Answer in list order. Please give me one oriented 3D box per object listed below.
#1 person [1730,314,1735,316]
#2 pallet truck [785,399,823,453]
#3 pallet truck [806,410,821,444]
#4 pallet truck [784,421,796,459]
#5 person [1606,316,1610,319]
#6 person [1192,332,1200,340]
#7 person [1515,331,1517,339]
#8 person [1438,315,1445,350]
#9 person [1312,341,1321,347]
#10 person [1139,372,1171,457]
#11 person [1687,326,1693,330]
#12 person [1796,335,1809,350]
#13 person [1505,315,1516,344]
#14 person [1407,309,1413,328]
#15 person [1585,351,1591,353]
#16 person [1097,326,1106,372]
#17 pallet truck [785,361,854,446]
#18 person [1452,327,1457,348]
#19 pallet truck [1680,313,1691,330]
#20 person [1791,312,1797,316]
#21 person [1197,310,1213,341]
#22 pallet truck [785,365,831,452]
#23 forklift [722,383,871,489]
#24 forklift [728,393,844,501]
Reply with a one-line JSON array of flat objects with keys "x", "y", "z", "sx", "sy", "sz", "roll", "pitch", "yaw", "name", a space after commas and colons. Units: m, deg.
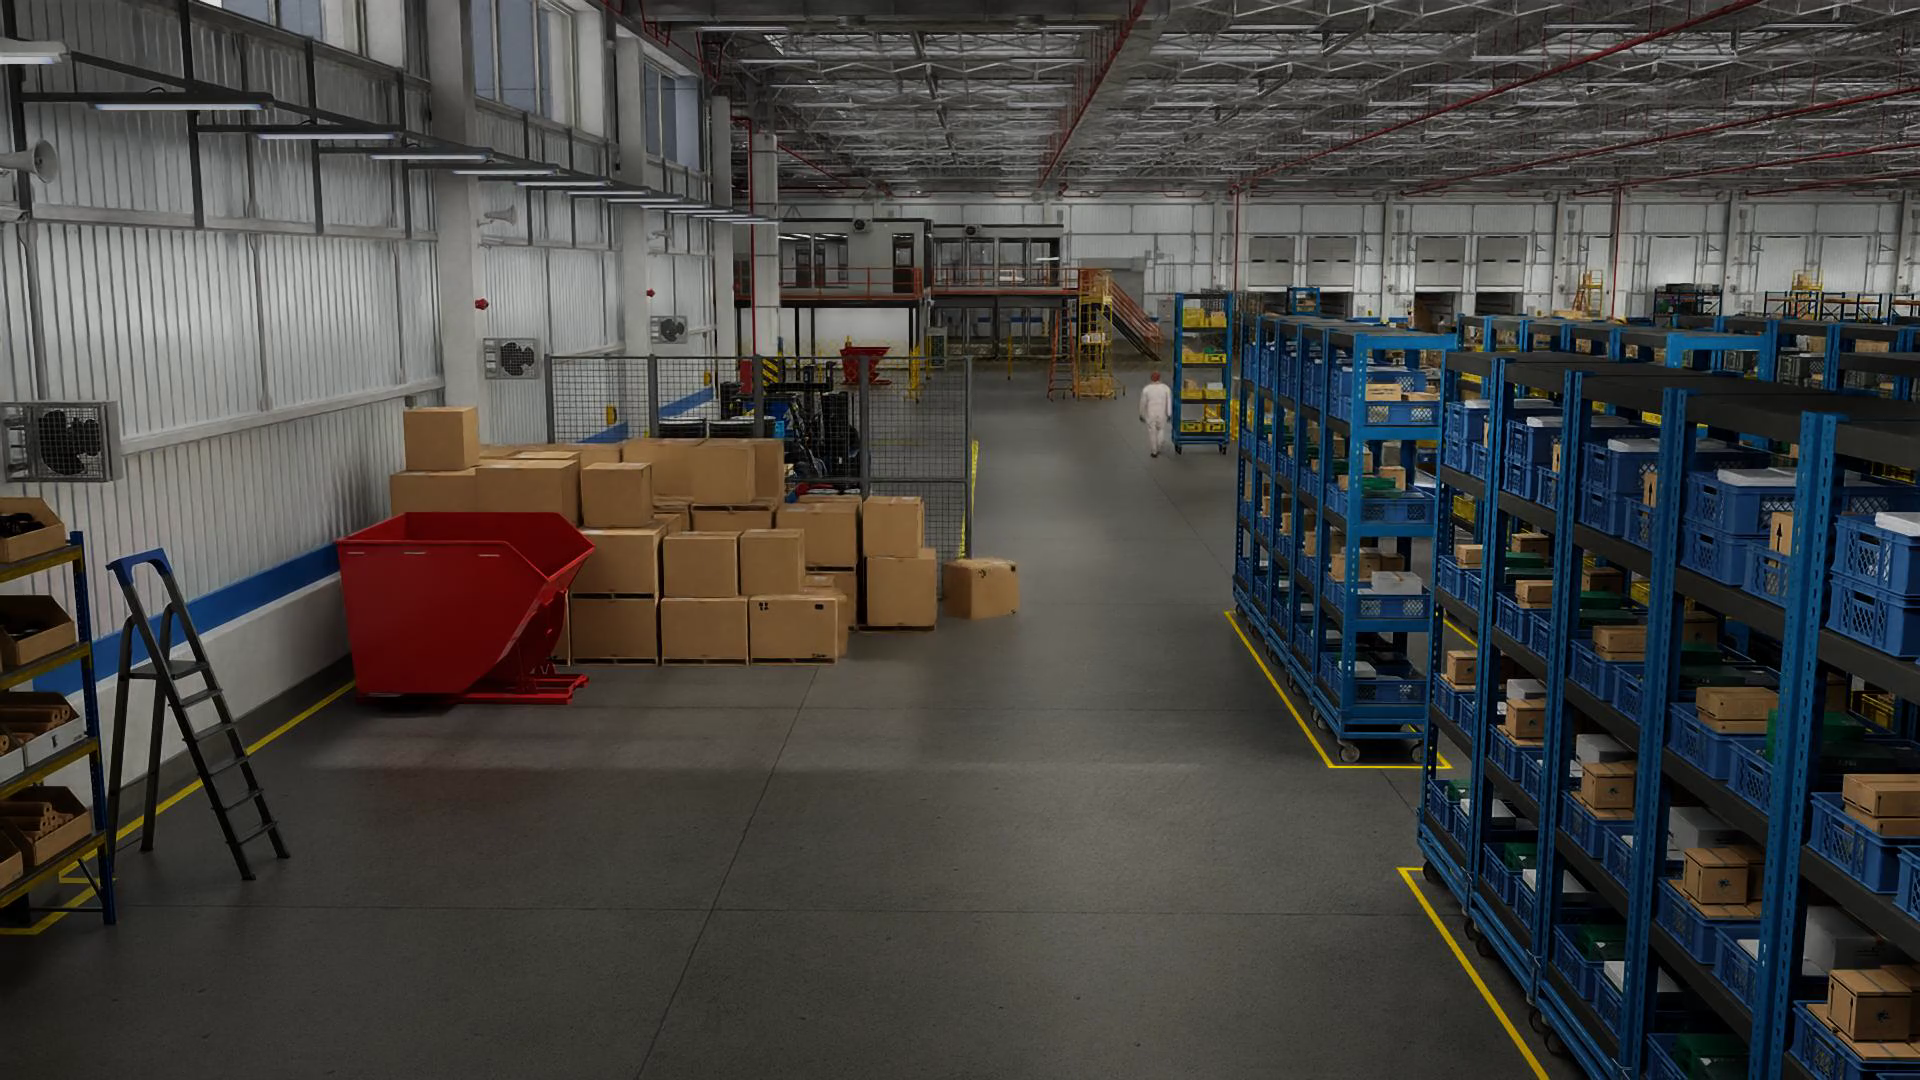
[{"x": 39.851, "y": -10.720, "z": 85.733, "sx": 0.597, "sy": 1.889, "sz": 0.962, "roll": -6, "pitch": 11, "yaw": -31, "name": "person"}, {"x": -3.814, "y": -2.432, "z": 36.419, "sx": 1.630, "sy": 1.274, "sz": 0.653, "roll": 0, "pitch": 9, "yaw": 1, "name": "pallet truck"}, {"x": -3.559, "y": -2.018, "z": 33.905, "sx": 1.522, "sy": 1.261, "sz": 0.704, "roll": 0, "pitch": 9, "yaw": -1, "name": "pallet truck"}, {"x": -4.013, "y": -1.793, "z": 32.705, "sx": 1.601, "sy": 1.201, "sz": 0.680, "roll": 0, "pitch": 9, "yaw": 1, "name": "pallet truck"}, {"x": 31.885, "y": -10.066, "z": 81.775, "sx": 0.550, "sy": 1.866, "sz": 0.594, "roll": 7, "pitch": 12, "yaw": 38, "name": "person"}, {"x": 13.986, "y": -12.630, "z": 97.785, "sx": 0.671, "sy": 1.810, "sz": 0.650, "roll": 0, "pitch": 9, "yaw": -2, "name": "person"}, {"x": 27.170, "y": -9.823, "z": 80.418, "sx": 0.636, "sy": 1.833, "sz": 0.361, "roll": 0, "pitch": 9, "yaw": 1, "name": "person"}, {"x": 23.413, "y": -9.974, "z": 80.984, "sx": 0.372, "sy": 1.940, "sz": 0.627, "roll": 1, "pitch": 9, "yaw": 8, "name": "person"}, {"x": 13.799, "y": -7.215, "z": 64.036, "sx": 0.596, "sy": 1.914, "sz": 0.374, "roll": 4, "pitch": 10, "yaw": 21, "name": "person"}, {"x": 4.298, "y": -2.796, "z": 36.895, "sx": 0.679, "sy": 1.868, "sz": 0.905, "roll": -1, "pitch": 9, "yaw": -5, "name": "person"}, {"x": 30.287, "y": -8.026, "z": 69.089, "sx": 0.630, "sy": 1.900, "sz": 0.691, "roll": -7, "pitch": 12, "yaw": -38, "name": "person"}, {"x": 33.221, "y": -7.450, "z": 65.650, "sx": 0.335, "sy": 1.865, "sz": 0.521, "roll": -9, "pitch": 13, "yaw": -44, "name": "person"}, {"x": 28.723, "y": -10.808, "z": 86.557, "sx": 0.858, "sy": 1.812, "sz": 0.630, "roll": 1, "pitch": 9, "yaw": 8, "name": "person"}, {"x": 25.591, "y": -12.172, "z": 94.615, "sx": 0.394, "sy": 1.920, "sz": 0.584, "roll": 5, "pitch": 10, "yaw": 28, "name": "person"}, {"x": 16.314, "y": -3.973, "z": 43.763, "sx": 0.907, "sy": 2.015, "sz": 0.618, "roll": 6, "pitch": 11, "yaw": 32, "name": "person"}, {"x": 5.761, "y": -7.780, "z": 67.786, "sx": 0.351, "sy": 1.837, "sz": 0.503, "roll": -2, "pitch": 9, "yaw": -10, "name": "person"}, {"x": -3.410, "y": -3.193, "z": 38.978, "sx": 1.885, "sy": 1.965, "sz": 0.823, "roll": 0, "pitch": 9, "yaw": -1, "name": "pallet truck"}, {"x": 19.279, "y": -7.424, "z": 65.287, "sx": 0.904, "sy": 1.941, "sz": 0.605, "roll": 1, "pitch": 9, "yaw": 8, "name": "person"}, {"x": 36.315, "y": -10.531, "z": 84.244, "sx": 0.823, "sy": 1.965, "sz": 1.885, "roll": -6, "pitch": 11, "yaw": -33, "name": "pallet truck"}, {"x": 44.473, "y": -11.238, "z": 88.925, "sx": 0.754, "sy": 1.884, "sz": 0.661, "roll": 6, "pitch": 11, "yaw": 34, "name": "person"}, {"x": 14.425, "y": -12.660, "z": 97.687, "sx": 0.978, "sy": 1.904, "sz": 0.616, "roll": -2, "pitch": 9, "yaw": -9, "name": "person"}, {"x": -3.774, "y": -2.976, "z": 37.635, "sx": 1.885, "sy": 1.965, "sz": 0.823, "roll": 1, "pitch": 9, "yaw": 5, "name": "pallet truck"}, {"x": -2.893, "y": -1.687, "z": 28.729, "sx": 2.680, "sy": 1.987, "sz": 1.157, "roll": 0, "pitch": 9, "yaw": -1, "name": "forklift"}, {"x": -2.979, "y": -1.316, "z": 26.476, "sx": 2.680, "sy": 1.987, "sz": 1.157, "roll": 0, "pitch": 9, "yaw": 1, "name": "forklift"}]
